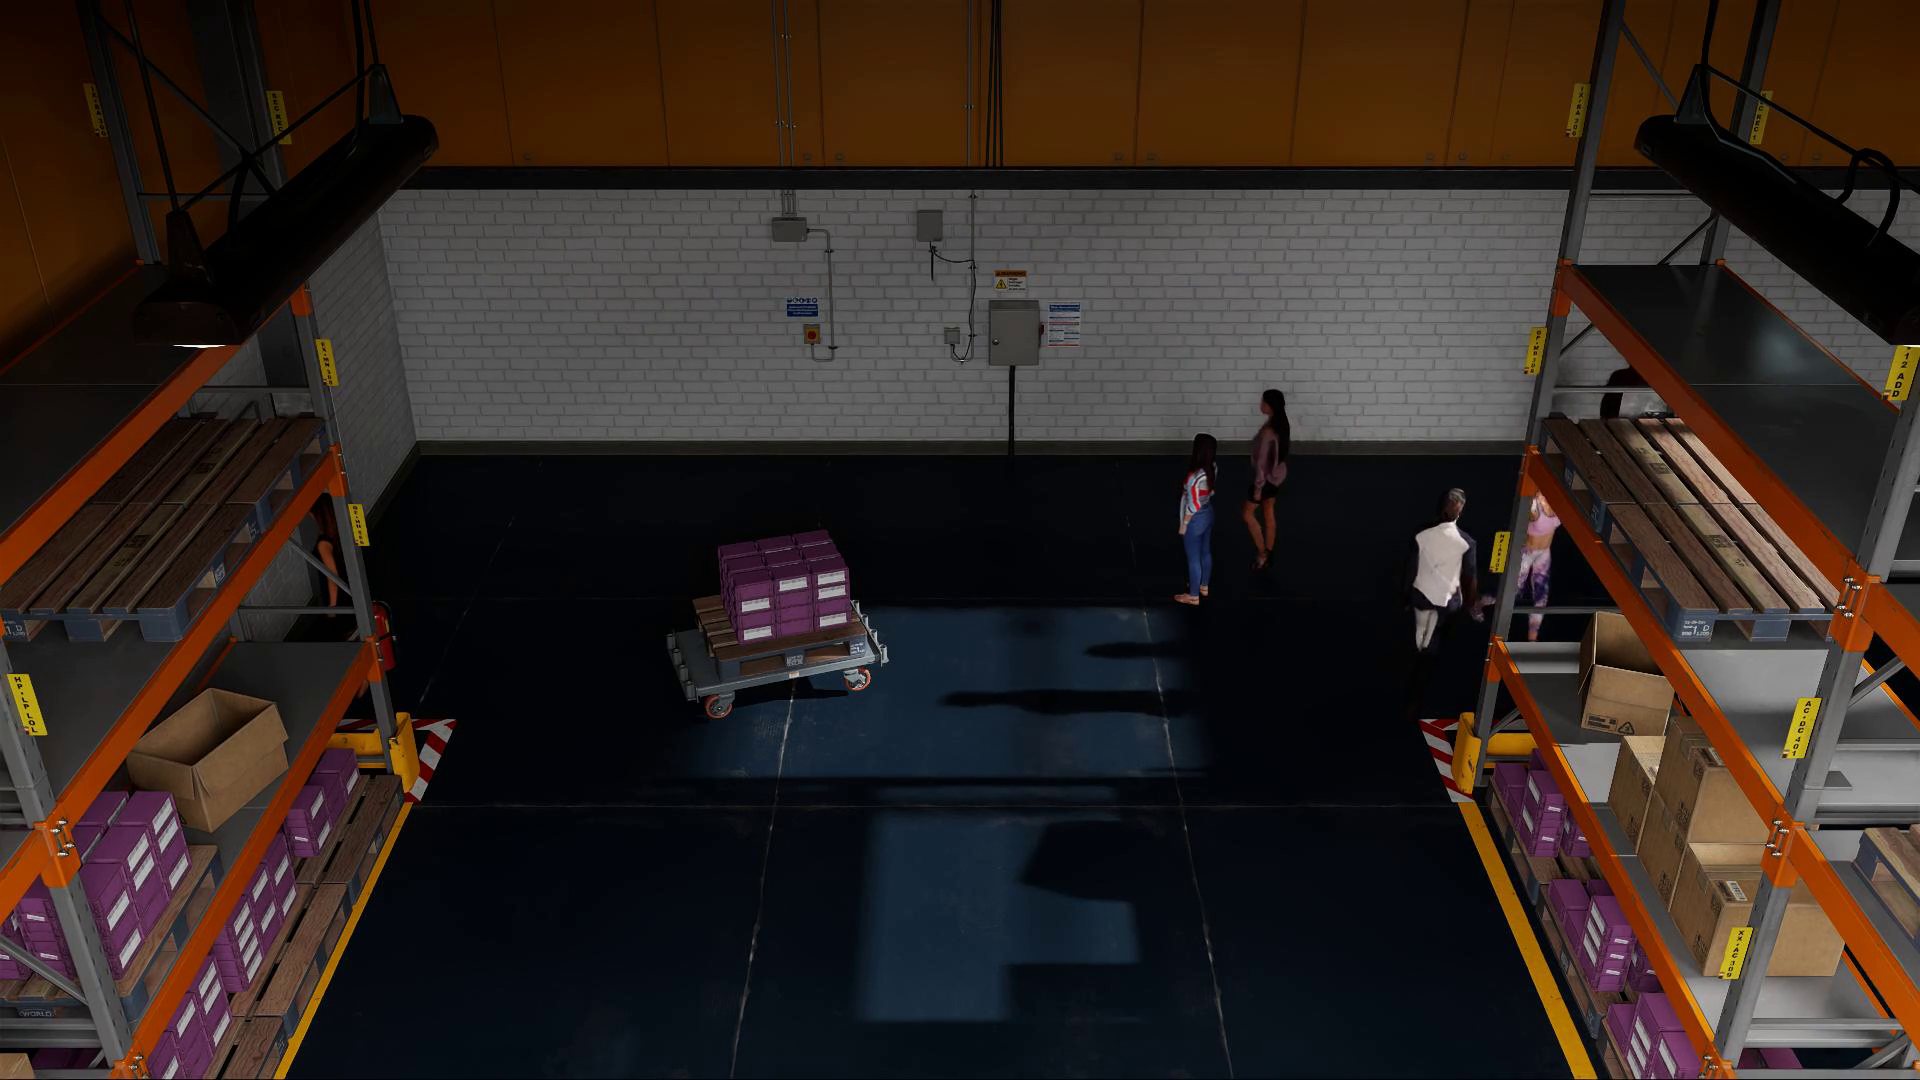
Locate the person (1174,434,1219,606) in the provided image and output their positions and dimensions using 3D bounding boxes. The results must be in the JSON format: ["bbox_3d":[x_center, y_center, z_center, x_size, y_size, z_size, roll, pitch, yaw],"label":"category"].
[{"bbox_3d":[2.088,-0.193,14.513,0.725,1.613,0.634,20,34,32],"label":"person"}]

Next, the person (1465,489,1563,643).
[{"bbox_3d":[4.657,0.127,13.790,0.955,1.743,1.137,-17,33,-28],"label":"person"}]

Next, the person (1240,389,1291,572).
[{"bbox_3d":[2.825,-0.495,14.868,0.816,1.803,0.710,20,34,32],"label":"person"}]

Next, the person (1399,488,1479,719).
[{"bbox_3d":[3.672,0.532,12.946,1.127,1.842,1.259,21,35,33],"label":"person"}]

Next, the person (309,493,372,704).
[{"bbox_3d":[-4.855,0.460,13.086,0.649,1.834,0.470,-1,29,-2],"label":"person"}]
